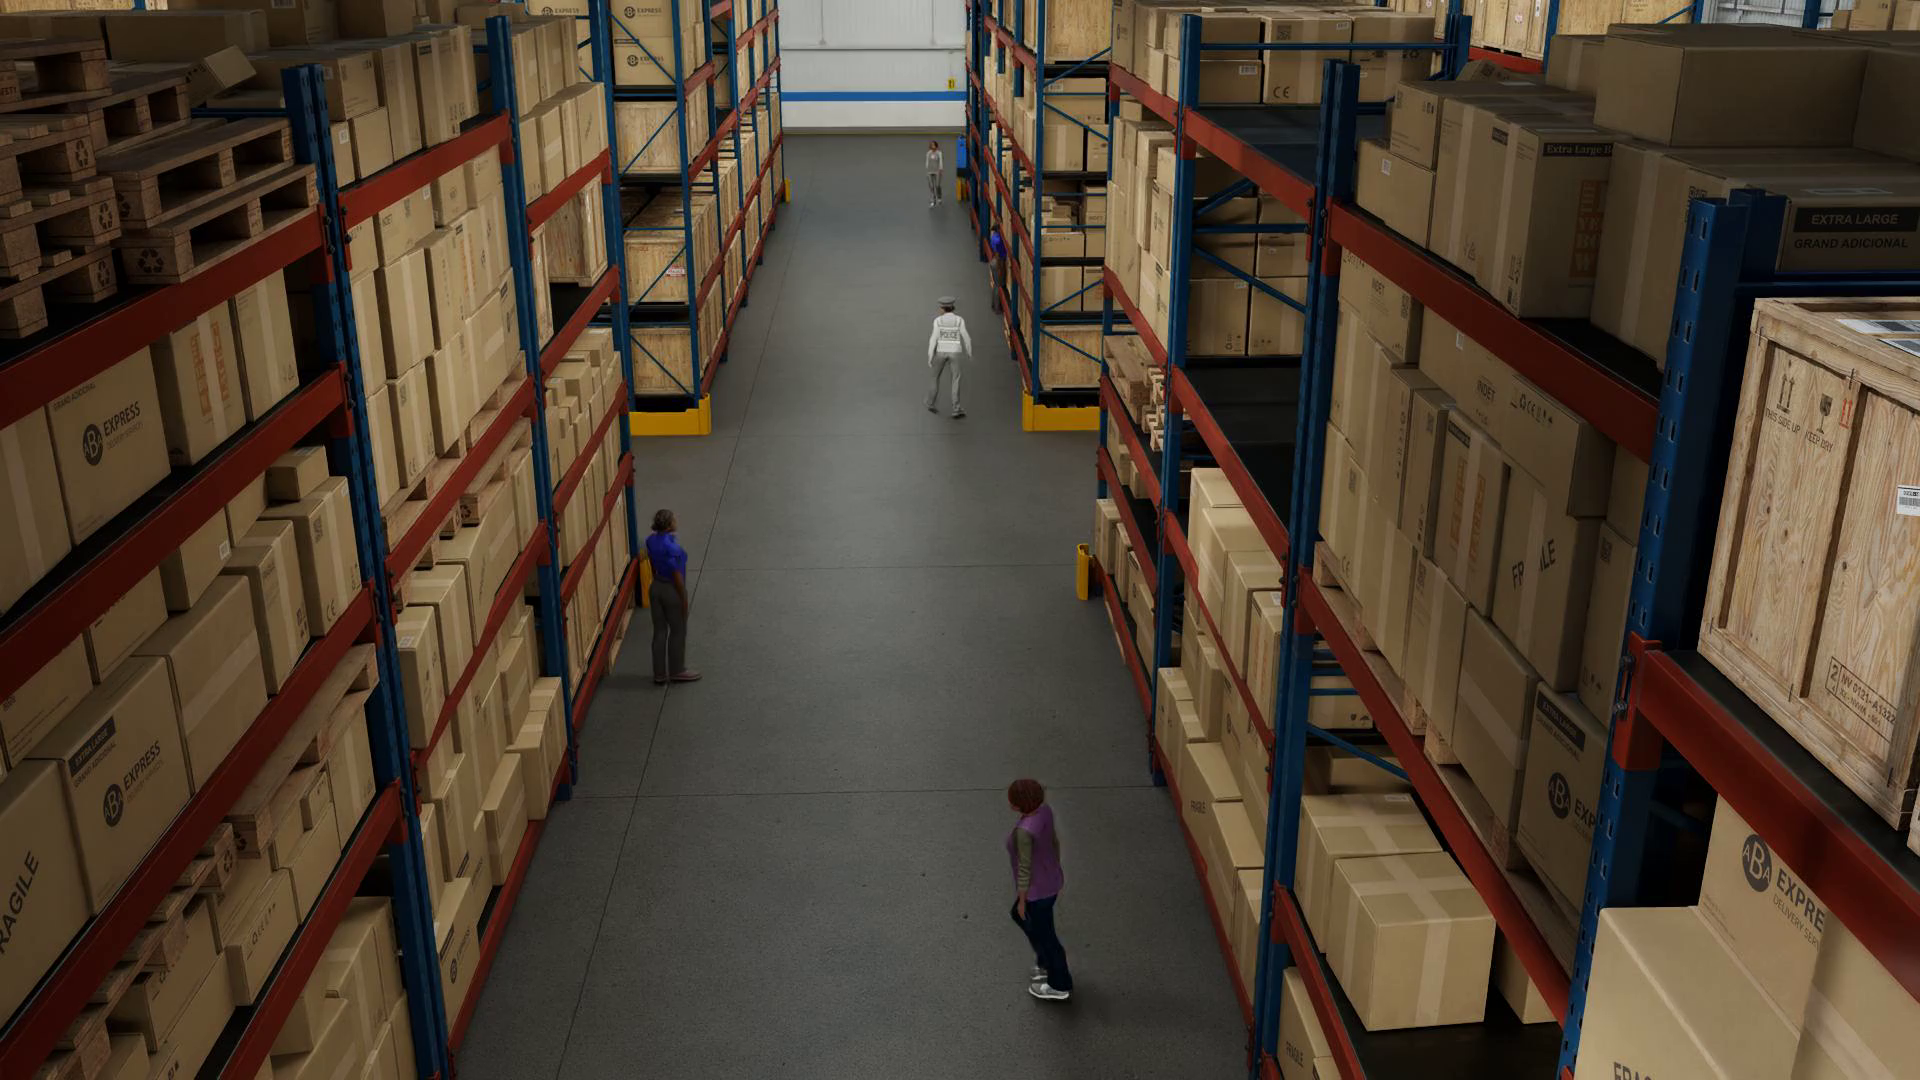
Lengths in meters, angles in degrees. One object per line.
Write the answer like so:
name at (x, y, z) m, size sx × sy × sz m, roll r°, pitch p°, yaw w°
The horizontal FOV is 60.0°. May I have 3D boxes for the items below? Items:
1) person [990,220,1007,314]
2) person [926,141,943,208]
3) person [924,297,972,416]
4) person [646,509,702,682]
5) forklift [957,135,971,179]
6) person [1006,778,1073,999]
person at (0.721, -4.897, 29.774) m, size 0.355 × 1.657 × 0.436 m, roll -5°, pitch 21°, yaw -12°
person at (-0.637, -8.939, 40.637) m, size 0.413 × 1.600 × 0.412 m, roll 4°, pitch 21°, yaw 11°
person at (-0.180, -2.637, 23.710) m, size 0.692 × 1.630 × 0.689 m, roll 0°, pitch 20°, yaw 1°
person at (-2.690, 0.515, 15.247) m, size 0.457 × 1.663 × 0.394 m, roll 14°, pitch 24°, yaw 32°
forklift at (1.446, -11.354, 45.262) m, size 3.031 × 2.941 × 1.121 m, roll 1°, pitch 21°, yaw 4°
person at (0.513, 2.247, 10.678) m, size 0.461 × 1.586 × 0.444 m, roll 7°, pitch 22°, yaw 19°
